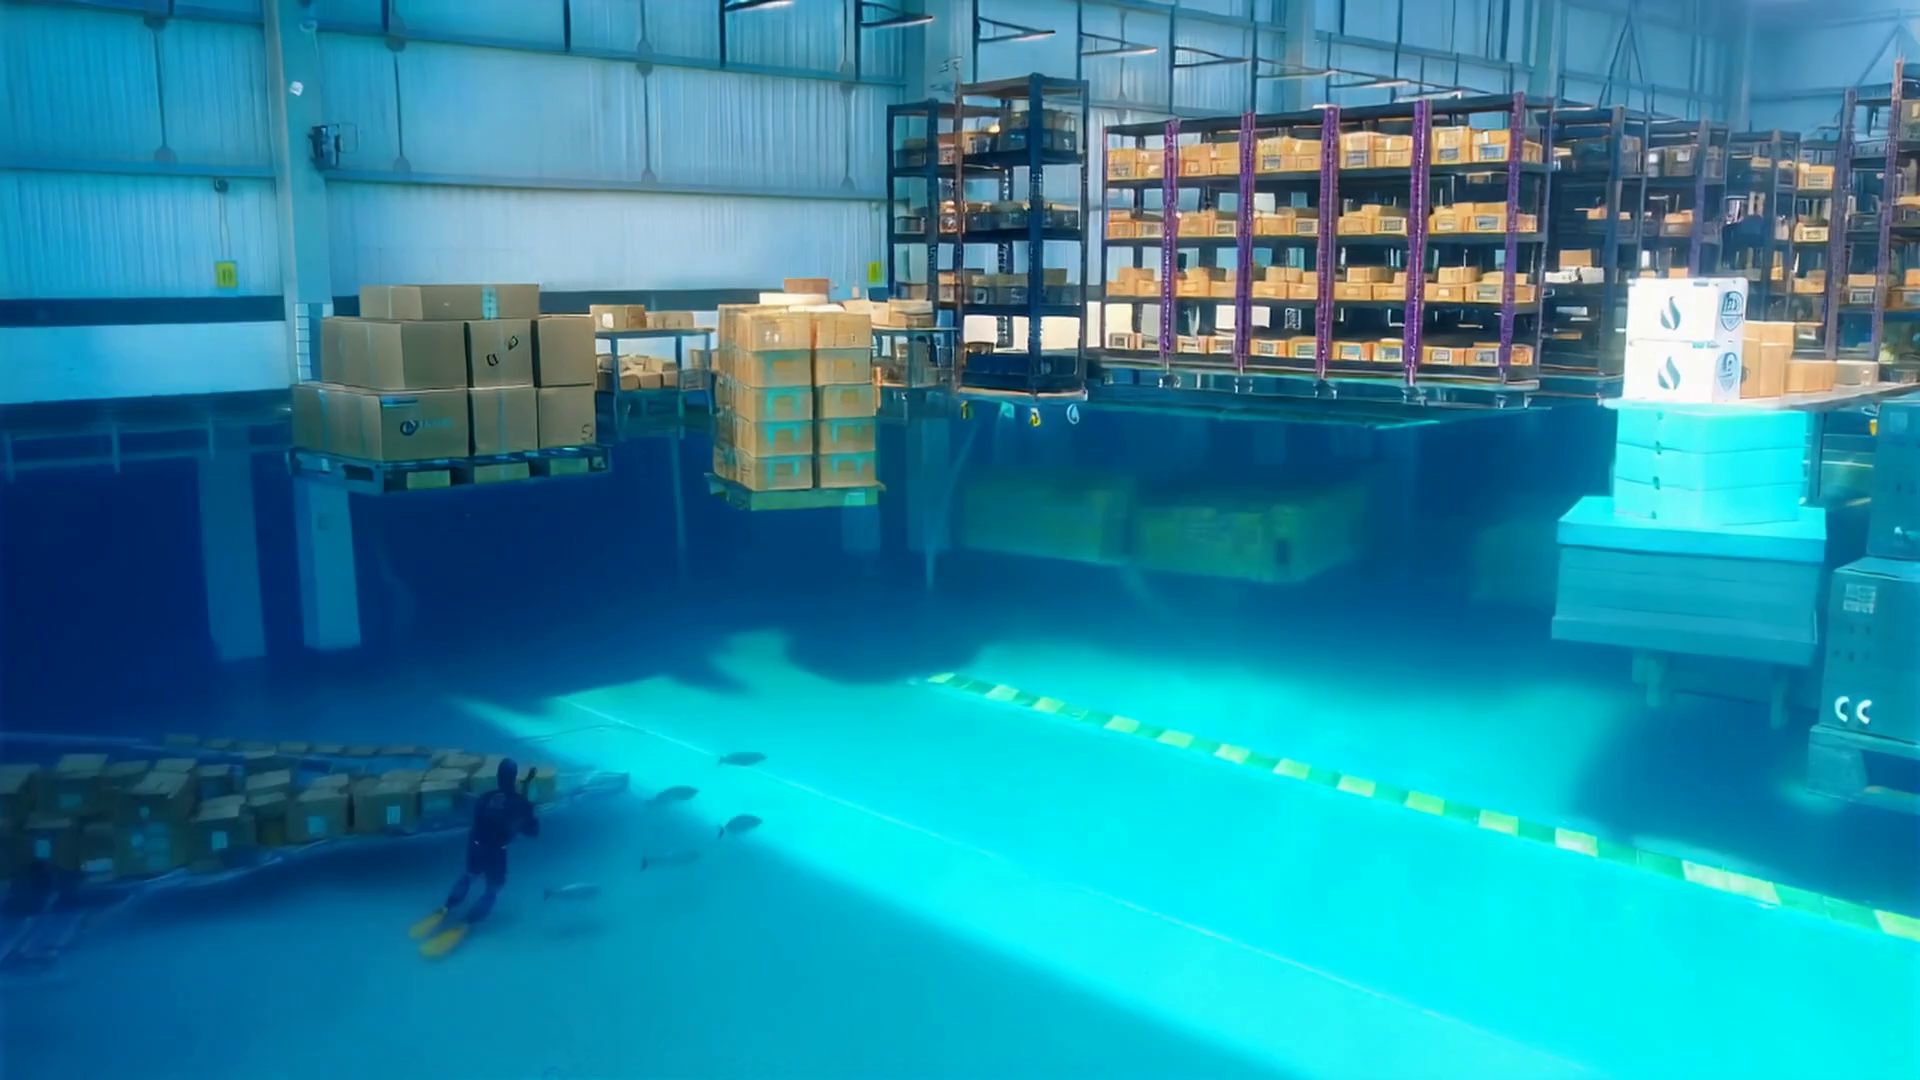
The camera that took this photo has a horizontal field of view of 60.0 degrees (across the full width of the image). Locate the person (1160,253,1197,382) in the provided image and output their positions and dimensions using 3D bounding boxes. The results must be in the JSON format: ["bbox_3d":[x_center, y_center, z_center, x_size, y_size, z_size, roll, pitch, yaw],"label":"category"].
[{"bbox_3d":[3.166,-3.212,24.037,0.570,1.842,0.383,7,12,35],"label":"person"}]
